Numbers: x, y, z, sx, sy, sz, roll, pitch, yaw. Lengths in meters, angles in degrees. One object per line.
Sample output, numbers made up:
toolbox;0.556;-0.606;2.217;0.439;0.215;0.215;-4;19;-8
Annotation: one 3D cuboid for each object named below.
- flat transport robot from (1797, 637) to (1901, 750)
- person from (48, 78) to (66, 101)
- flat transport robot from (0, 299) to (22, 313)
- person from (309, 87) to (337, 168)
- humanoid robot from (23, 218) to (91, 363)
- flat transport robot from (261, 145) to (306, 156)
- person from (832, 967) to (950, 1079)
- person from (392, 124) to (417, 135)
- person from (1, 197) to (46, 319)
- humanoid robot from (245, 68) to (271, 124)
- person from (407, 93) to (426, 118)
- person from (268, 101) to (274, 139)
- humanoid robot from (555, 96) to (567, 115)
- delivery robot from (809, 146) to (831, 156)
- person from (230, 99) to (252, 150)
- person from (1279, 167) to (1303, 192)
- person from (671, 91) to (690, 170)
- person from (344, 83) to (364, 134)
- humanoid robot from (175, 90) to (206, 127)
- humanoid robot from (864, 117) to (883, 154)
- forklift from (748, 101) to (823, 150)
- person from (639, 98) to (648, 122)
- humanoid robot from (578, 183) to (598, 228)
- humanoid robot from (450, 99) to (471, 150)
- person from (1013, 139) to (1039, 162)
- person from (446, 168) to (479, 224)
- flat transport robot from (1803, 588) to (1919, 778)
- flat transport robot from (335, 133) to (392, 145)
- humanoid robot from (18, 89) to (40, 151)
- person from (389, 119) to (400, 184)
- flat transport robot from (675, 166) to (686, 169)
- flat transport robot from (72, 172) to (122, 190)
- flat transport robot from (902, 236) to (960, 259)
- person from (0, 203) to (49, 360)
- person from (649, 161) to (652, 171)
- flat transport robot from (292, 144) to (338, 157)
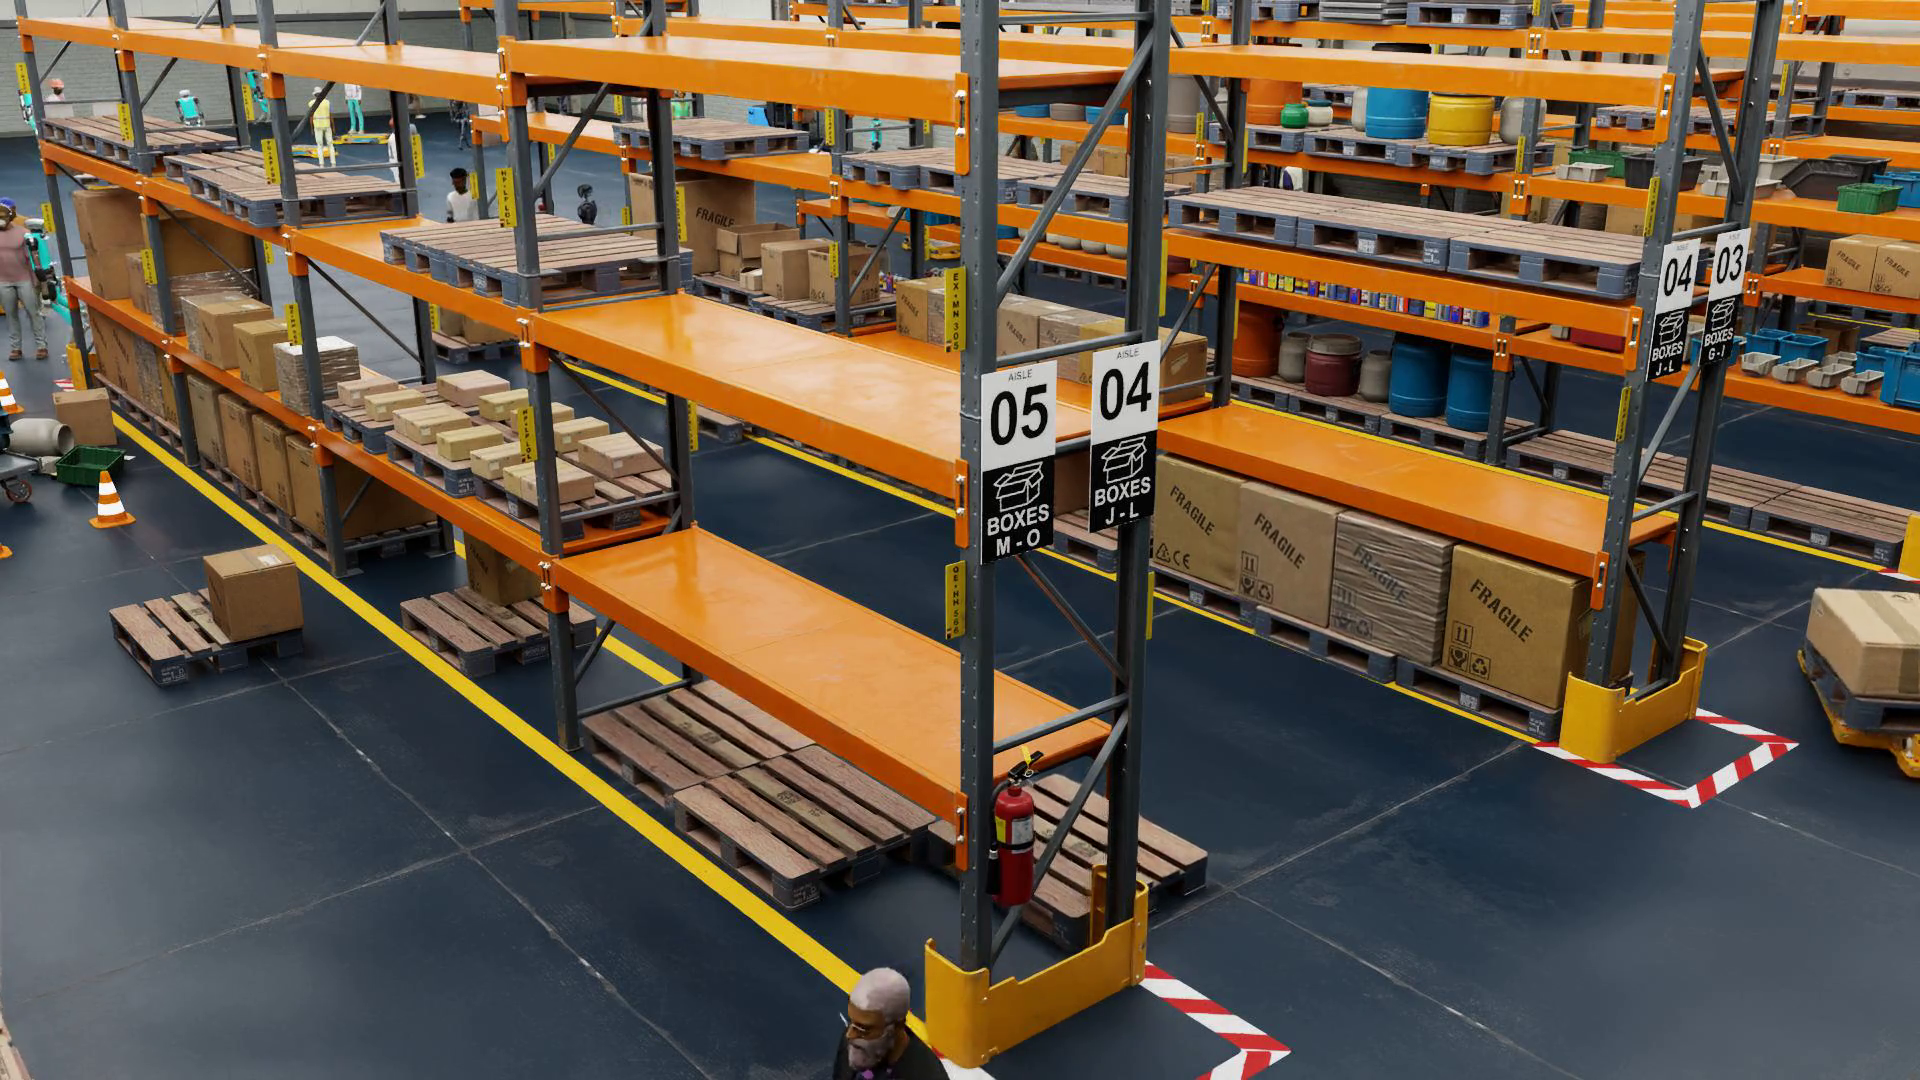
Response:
flat transport robot;6.057;1.017;11.041;0.659;0.231;1.431;5;20;15
person;-21.301;-9.918;39.512;0.445;2.027;0.624;2;19;4
flat transport robot;-14.074;-3.320;23.384;1.431;0.231;0.659;-1;19;-3
person;-14.834;-9.568;38.722;0.542;1.892;0.392;-8;21;-23
humanoid robot;-10.956;-3.052;20.368;0.689;1.774;0.531;-6;20;-17
flat transport robot;-16.718;-9.664;41.439;0.659;0.231;1.431;9;21;24
person;-0.247;2.178;5.375;0.452;1.844;0.541;-11;22;-29
person;-11.762;-8.274;35.305;0.528;1.706;0.926;-14;24;-34
person;-12.804;-3.820;22.649;0.461;1.691;0.701;-8;21;-22
humanoid robot;-20.484;-13.001;48.704;0.551;1.727;0.990;15;25;37
person;-16.892;-13.881;51.062;0.743;1.851;0.507;-18;26;-41
person;-18.423;-11.586;44.750;0.318;1.697;0.538;-2;19;-6
humanoid robot;-10.622;-11.511;44.626;0.718;1.638;0.607;-5;20;-15
delivery robot;-3.331;-8.914;38.828;0.737;0.564;0.499;18;26;41
person;-18.158;-10.696;41.994;0.392;1.848;0.778;-1;19;-3
person;5.398;-5.491;27.203;0.394;1.837;0.558;11;22;29
person;-6.404;-9.428;38.196;0.484;1.978;0.402;-15;25;-37
person;-17.035;-12.390;46.718;0.488;1.917;0.383;5;20;13
humanoid robot;-18.513;-10.010;40.233;0.606;1.763;0.955;-5;20;-14
humanoid robot;-1.902;-7.836;34.061;0.790;1.808;0.545;-1;19;-2
forklift;-4.526;-11.368;42.374;1.129;2.768;1.873;-15;24;-37
person;-8.213;-11.448;44.094;0.571;1.883;0.515;-3;20;-9
humanoid robot;-5.395;-4.424;24.510;0.793;1.644;0.589;-6;20;-18
humanoid robot;-12.914;-10.909;42.924;0.609;1.619;0.777;8;21;21
person;1.308;-7.061;31.851;0.542;1.715;0.900;-18;26;-41
person;-7.137;-4.380;23.924;0.642;1.908;0.995;9;21;23
flat transport robot;6.177;1.151;10.660;0.659;0.231;1.431;3;20;9
flat transport robot;-15.884;-10.701;44.391;1.431;0.231;0.659;-2;19;-6
humanoid robot;-23.429;-10.689;42.209;0.541;1.819;0.782;-18;26;-41
person;-10.575;-6.992;31.399;0.341;1.882;0.584;-6;20;-17
flat transport robot;-6.063;-8.638;38.520;1.431;0.231;0.659;4;20;12
flat transport robot;-17.802;-7.386;34.958;0.659;0.231;1.431;-2;19;-6
flat transport robot;-0.366;-4.908;27.905;0.659;0.231;1.431;-10;22;-26
person;-11.630;-3.178;20.487;0.623;1.931;0.375;-4;20;-10
person;-6.031;-7.554;33.212;0.343;1.743;0.470;8;21;21
flat transport robot;-16.326;-9.726;41.616;1.431;0.231;0.659;11;22;28
